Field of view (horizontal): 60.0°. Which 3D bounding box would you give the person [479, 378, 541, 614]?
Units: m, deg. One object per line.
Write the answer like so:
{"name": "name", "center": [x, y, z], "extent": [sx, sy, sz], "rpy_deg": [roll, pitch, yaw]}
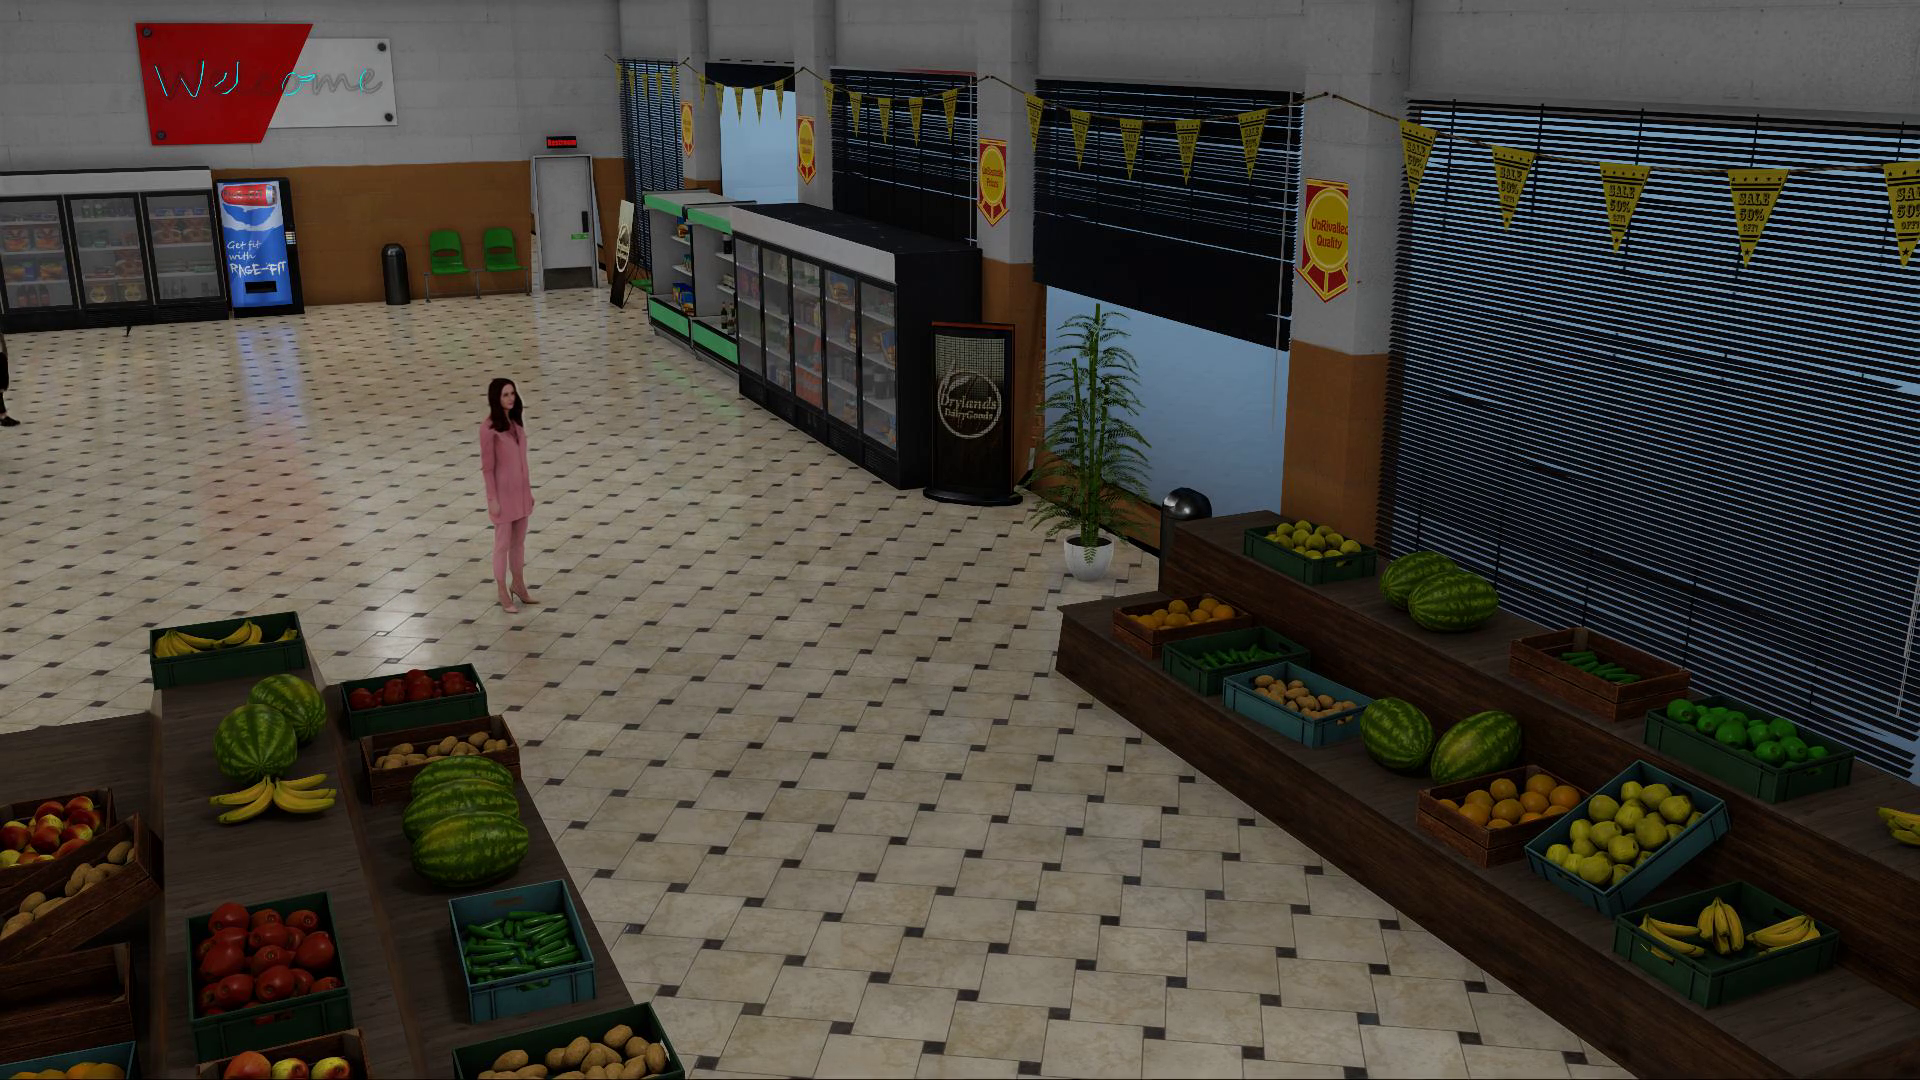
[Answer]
{"name": "person", "center": [-3.461, -0.352, 12.724], "extent": [0.722, 1.803, 0.688], "rpy_deg": [8, 19, 25]}

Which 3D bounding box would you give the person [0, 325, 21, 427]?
{"name": "person", "center": [-10.974, -2.006, 18.756], "extent": [0.922, 1.462, 0.907], "rpy_deg": [3, 17, 11]}
